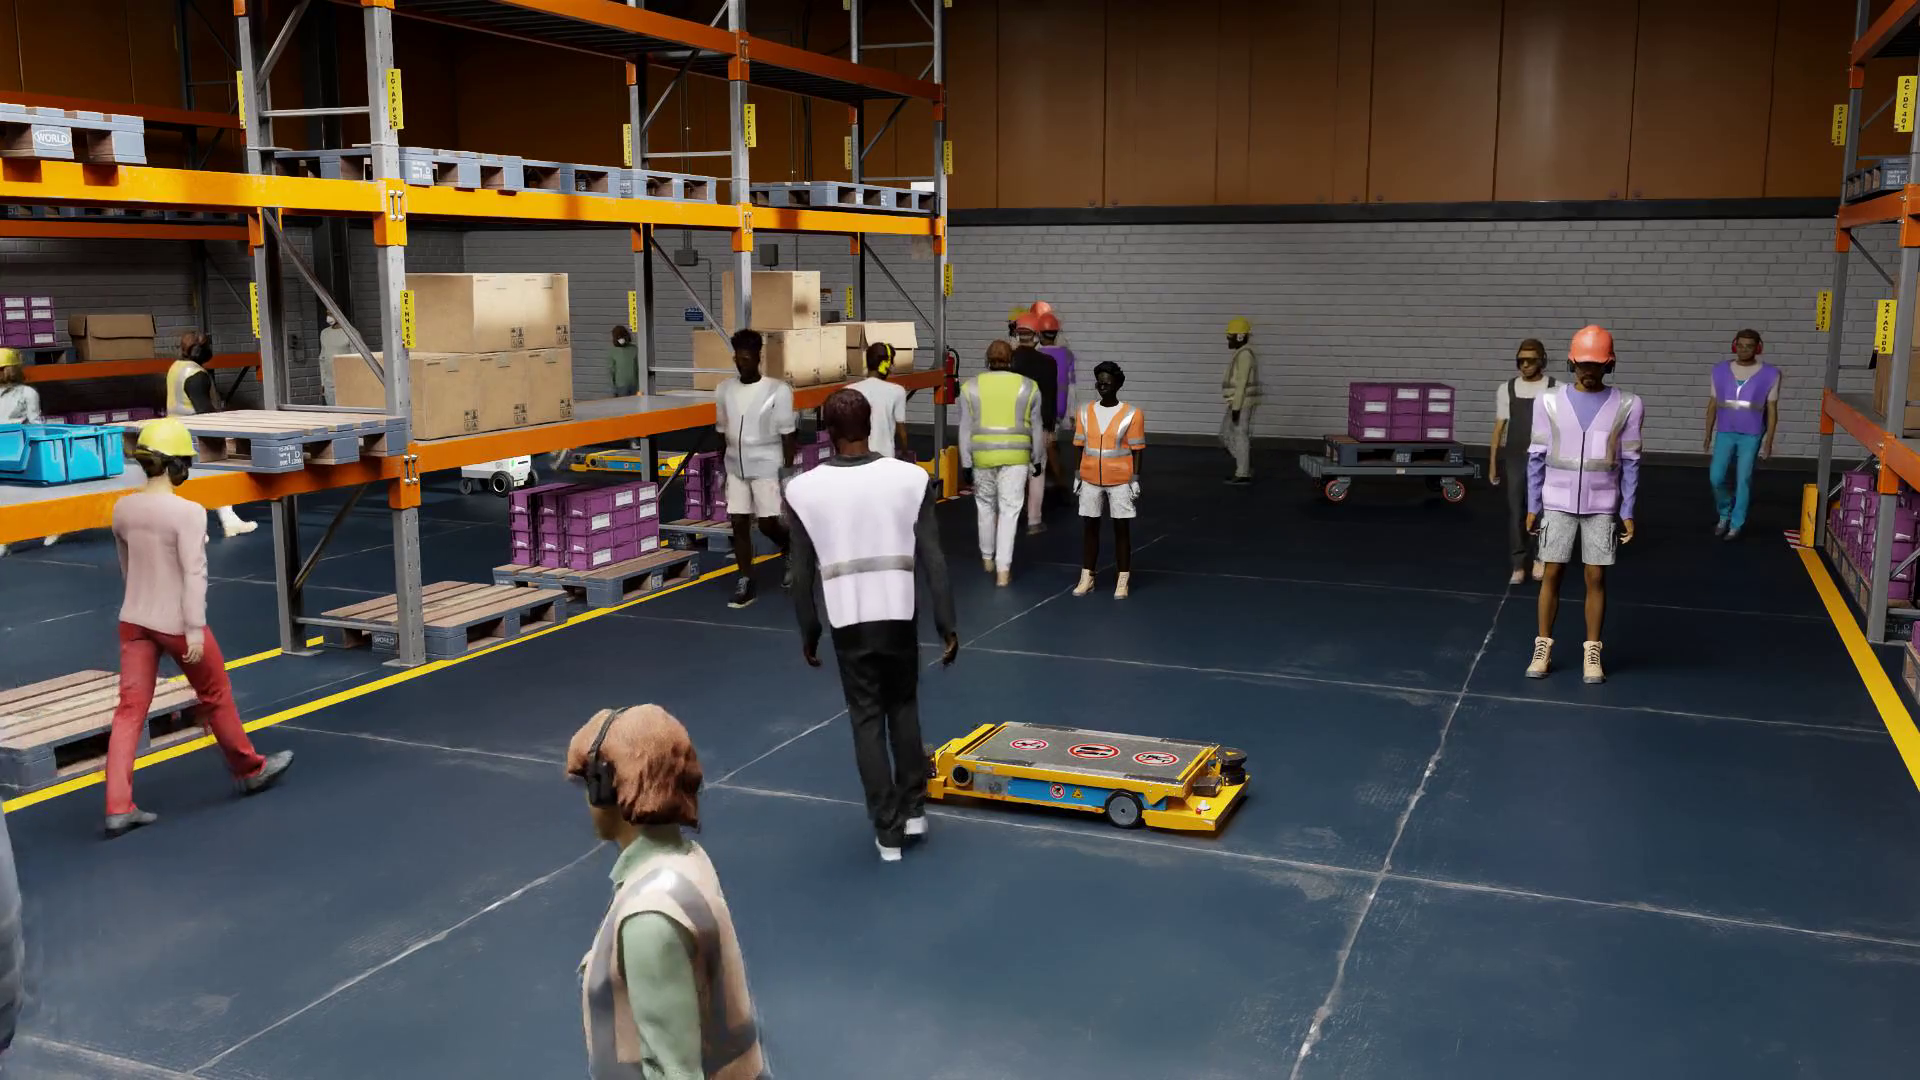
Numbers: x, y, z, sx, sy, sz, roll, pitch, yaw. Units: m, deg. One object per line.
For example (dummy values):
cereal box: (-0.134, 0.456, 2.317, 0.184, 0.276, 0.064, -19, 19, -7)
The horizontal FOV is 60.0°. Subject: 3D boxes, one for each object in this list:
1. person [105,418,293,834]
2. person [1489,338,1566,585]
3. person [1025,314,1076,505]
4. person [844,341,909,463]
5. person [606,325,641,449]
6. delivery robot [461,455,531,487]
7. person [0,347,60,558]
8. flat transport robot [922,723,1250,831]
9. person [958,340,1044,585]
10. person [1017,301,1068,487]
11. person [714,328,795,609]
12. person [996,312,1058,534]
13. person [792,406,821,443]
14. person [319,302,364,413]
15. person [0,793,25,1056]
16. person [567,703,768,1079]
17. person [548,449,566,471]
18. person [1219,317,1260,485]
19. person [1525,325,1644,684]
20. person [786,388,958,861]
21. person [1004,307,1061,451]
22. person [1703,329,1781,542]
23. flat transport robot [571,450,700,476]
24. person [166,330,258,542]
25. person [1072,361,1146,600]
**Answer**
person: (-3.350, 0.341, 7.132, 0.541, 1.716, 0.917, 4, 10, 21)
person: (4.205, -0.570, 12.317, 0.553, 1.834, 0.401, 5, 11, 28)
person: (0.860, -1.319, 16.709, 0.565, 1.883, 0.984, -5, 11, -29)
person: (-0.654, -0.543, 12.210, 0.513, 1.829, 0.879, 2, 10, 14)
person: (-4.286, -1.966, 21.452, 0.533, 1.605, 0.333, -5, 11, -29)
delivery robot: (-4.817, -0.790, 17.236, 0.707, 0.478, 0.477, 4, 10, 22)
person: (-7.781, -0.744, 13.751, 0.495, 1.713, 0.837, 0, 9, 0)
flat transport robot: (0.512, 1.023, 7.392, 1.431, 0.197, 0.652, 4, 10, 22)
person: (0.325, -0.608, 12.635, 0.622, 1.800, 0.916, 1, 9, 8)
person: (0.857, -1.556, 17.821, 0.610, 1.990, 0.389, 4, 10, 22)
person: (-1.406, -0.514, 11.648, 0.620, 1.946, 0.655, 4, 10, 22)
person: (0.538, -0.998, 14.518, 0.625, 1.969, 0.692, 4, 10, 25)
person: (-1.724, -1.547, 17.692, 0.627, 2.015, 0.747, 7, 12, 36)
person: (-7.415, -1.878, 19.929, 0.627, 1.940, 0.372, 4, 10, 22)
person: (-1.970, 0.938, 3.225, 0.611, 1.818, 0.607, -4, 10, -24)
person: (-0.490, 1.101, 2.866, 0.329, 1.612, 0.642, -2, 10, -10)
person: (-4.918, -1.647, 18.777, 0.830, 1.862, 0.594, -7, 12, -36)
person: (3.006, -1.491, 17.945, 0.431, 1.816, 0.621, 1, 9, 7)
person: (3.529, -0.198, 9.450, 0.605, 2.039, 0.386, 4, 10, 22)
person: (-0.361, 0.329, 6.732, 0.673, 1.877, 0.631, -2, 10, -10)
person: (0.763, -1.782, 19.489, 0.865, 1.896, 0.588, 3, 10, 17)
person: (6.684, -0.894, 14.264, 0.582, 1.832, 0.448, 8, 12, 39)
flat transport robot: (-3.658, -0.890, 18.983, 1.431, 0.197, 0.652, 4, 10, 22)
person: (-6.404, -0.879, 14.247, 0.849, 1.811, 0.660, -7, 12, -37)
person: (1.048, -0.423, 11.846, 0.532, 1.697, 0.319, 4, 10, 22)
